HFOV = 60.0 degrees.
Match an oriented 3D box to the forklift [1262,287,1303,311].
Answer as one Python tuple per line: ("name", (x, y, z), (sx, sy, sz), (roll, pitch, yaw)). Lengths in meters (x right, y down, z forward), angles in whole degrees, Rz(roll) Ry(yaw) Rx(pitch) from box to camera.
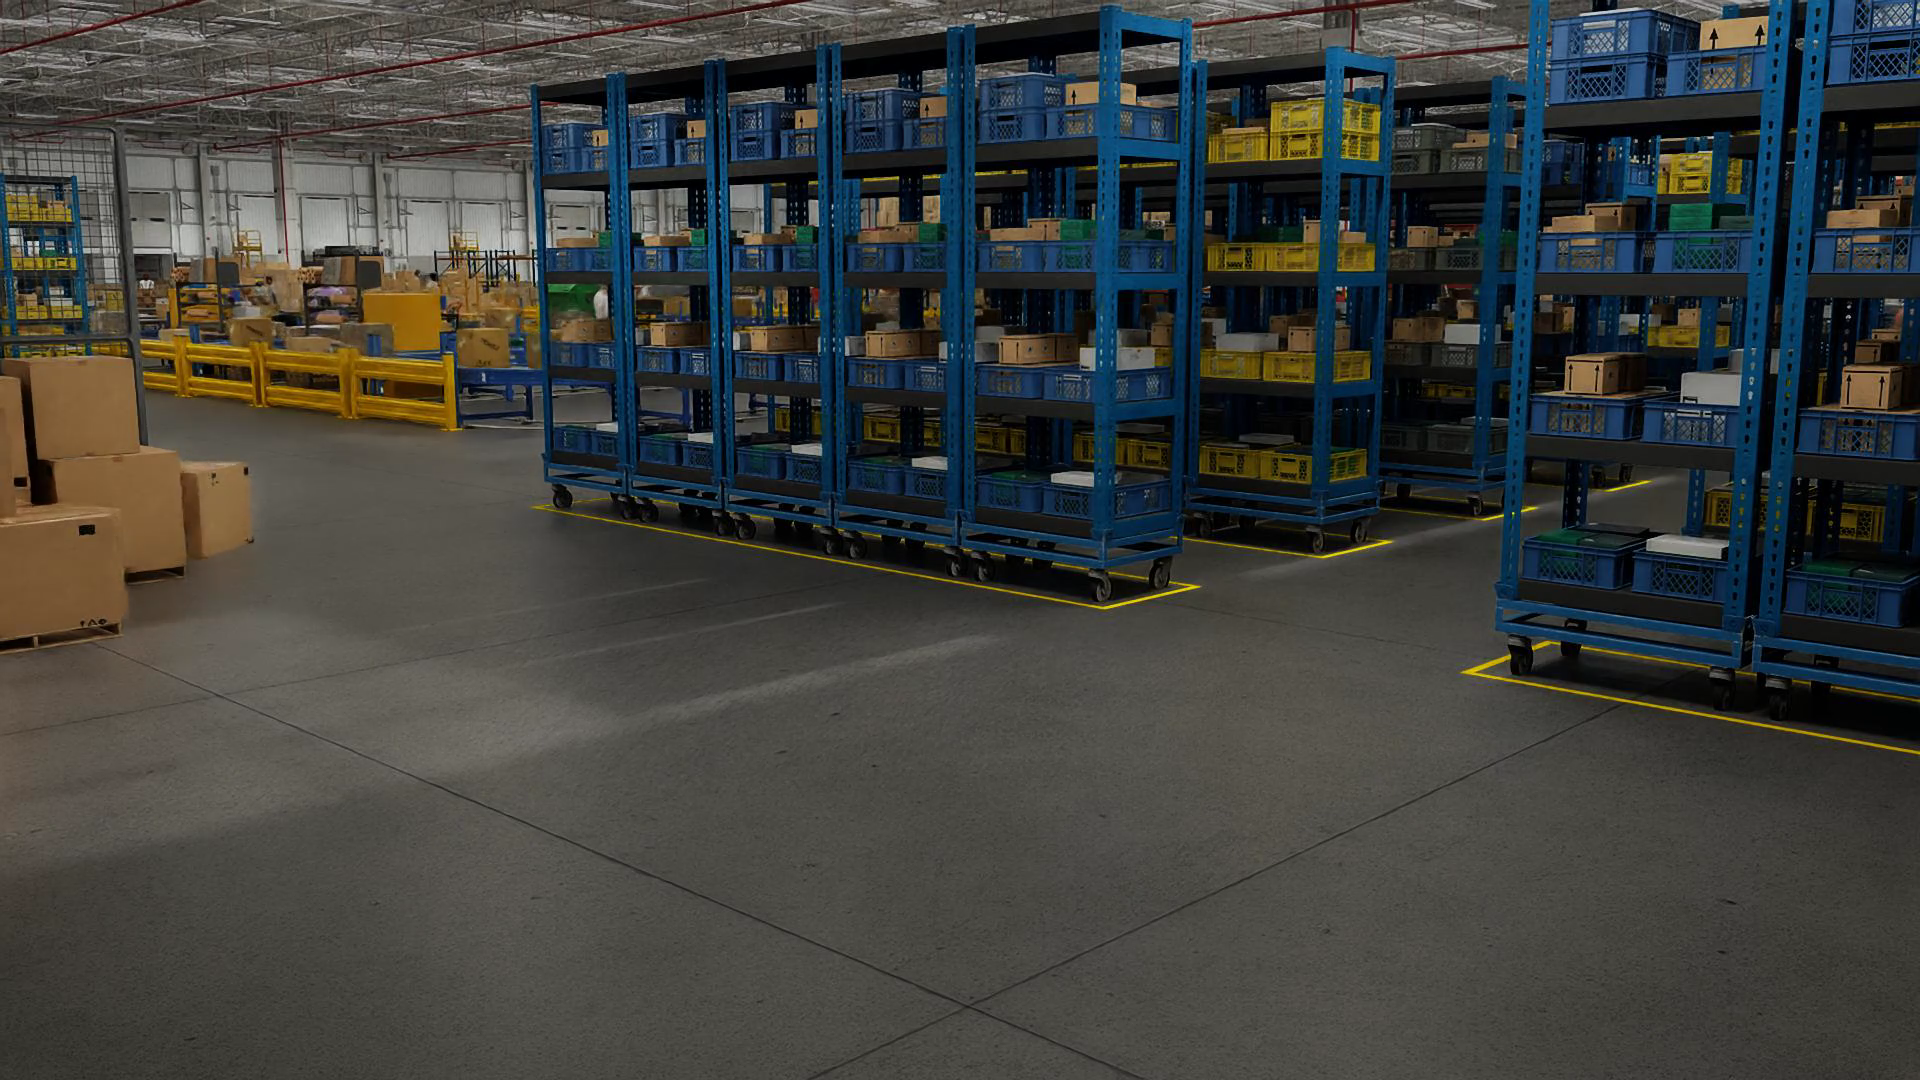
("forklift", (10.769, -8.203, 54.240), (1.129, 2.768, 1.873), (8, 12, 42))

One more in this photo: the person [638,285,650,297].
("person", (-11.567, -8.819, 61.299), (0.642, 1.807, 0.603), (-2, 9, -11))

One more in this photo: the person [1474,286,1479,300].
("person", (10.499, -4.268, 33.636), (0.873, 1.726, 0.526), (-9, 13, -44))

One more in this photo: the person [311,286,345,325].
("person", (-12.397, -4.264, 32.646), (0.615, 2.043, 0.373), (-5, 11, -29))

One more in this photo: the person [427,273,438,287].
("person", (-19.689, -9.040, 62.343), (0.627, 1.901, 1.032), (7, 11, 35))

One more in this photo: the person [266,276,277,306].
("person", (-24.268, -8.422, 58.815), (0.926, 1.835, 0.517), (-3, 10, -18))

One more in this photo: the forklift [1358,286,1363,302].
("forklift", (11.100, -7.017, 46.970), (1.873, 2.768, 1.129), (9, 13, 43))

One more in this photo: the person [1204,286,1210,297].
("person", (8.189, -7.637, 54.569), (0.503, 1.636, 0.280), (6, 11, 33))

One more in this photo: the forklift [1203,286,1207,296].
("forklift", (9.324, -9.340, 61.207), (1.873, 2.768, 1.129), (9, 13, 43))

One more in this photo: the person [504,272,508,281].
("person", (-24.456, -13.611, 90.385), (0.922, 1.898, 0.648), (0, 9, 1))

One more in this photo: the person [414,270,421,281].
("person", (-28.551, -13.234, 87.652), (0.535, 2.000, 0.673), (-5, 10, -26))

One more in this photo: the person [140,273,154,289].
("person", (-34.821, -10.477, 71.237), (0.573, 1.883, 0.356), (-2, 10, -13))

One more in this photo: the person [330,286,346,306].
("person", (-18.412, -6.866, 49.120), (0.582, 1.878, 0.931), (-3, 10, -15))

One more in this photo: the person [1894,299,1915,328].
("person", (11.373, -2.097, 19.683), (0.616, 1.941, 0.978), (4, 10, 25))

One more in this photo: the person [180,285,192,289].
("person", (-39.335, -12.624, 84.588), (0.515, 1.820, 0.961), (-1, 9, -6))

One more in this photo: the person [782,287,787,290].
("person", (-6.945, -9.500, 66.065), (0.655, 1.618, 0.528), (-8, 12, -42))

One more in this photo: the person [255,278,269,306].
("person", (-26.605, -9.128, 63.451), (0.555, 1.724, 0.394), (2, 10, 14))

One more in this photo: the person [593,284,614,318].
("person", (-7.029, -4.257, 33.071), (0.417, 1.896, 0.747), (2, 9, 10))
